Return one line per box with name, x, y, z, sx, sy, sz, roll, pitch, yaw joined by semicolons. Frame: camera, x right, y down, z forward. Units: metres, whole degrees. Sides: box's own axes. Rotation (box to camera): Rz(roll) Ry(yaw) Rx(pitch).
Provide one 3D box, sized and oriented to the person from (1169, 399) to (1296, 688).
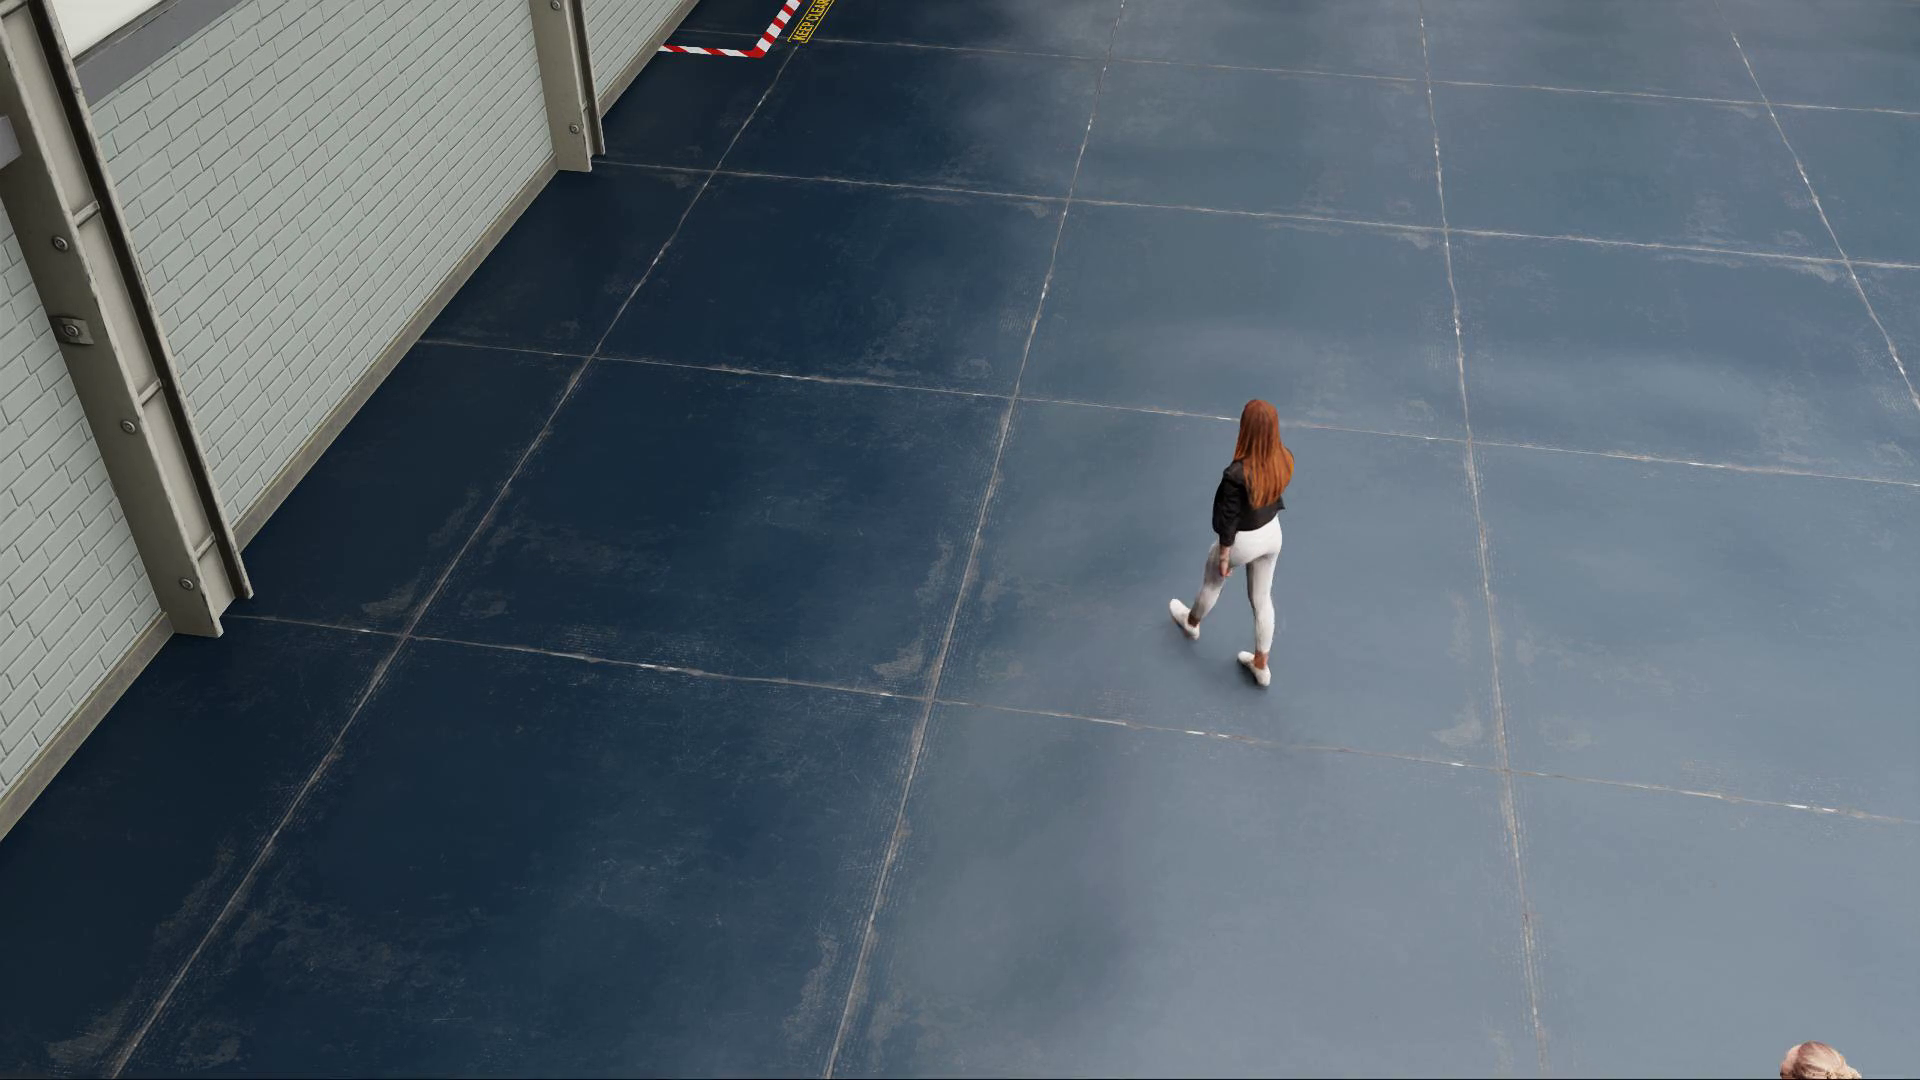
person;1.539;0.046;8.597;0.925;1.670;1.075;-16;41;-19
